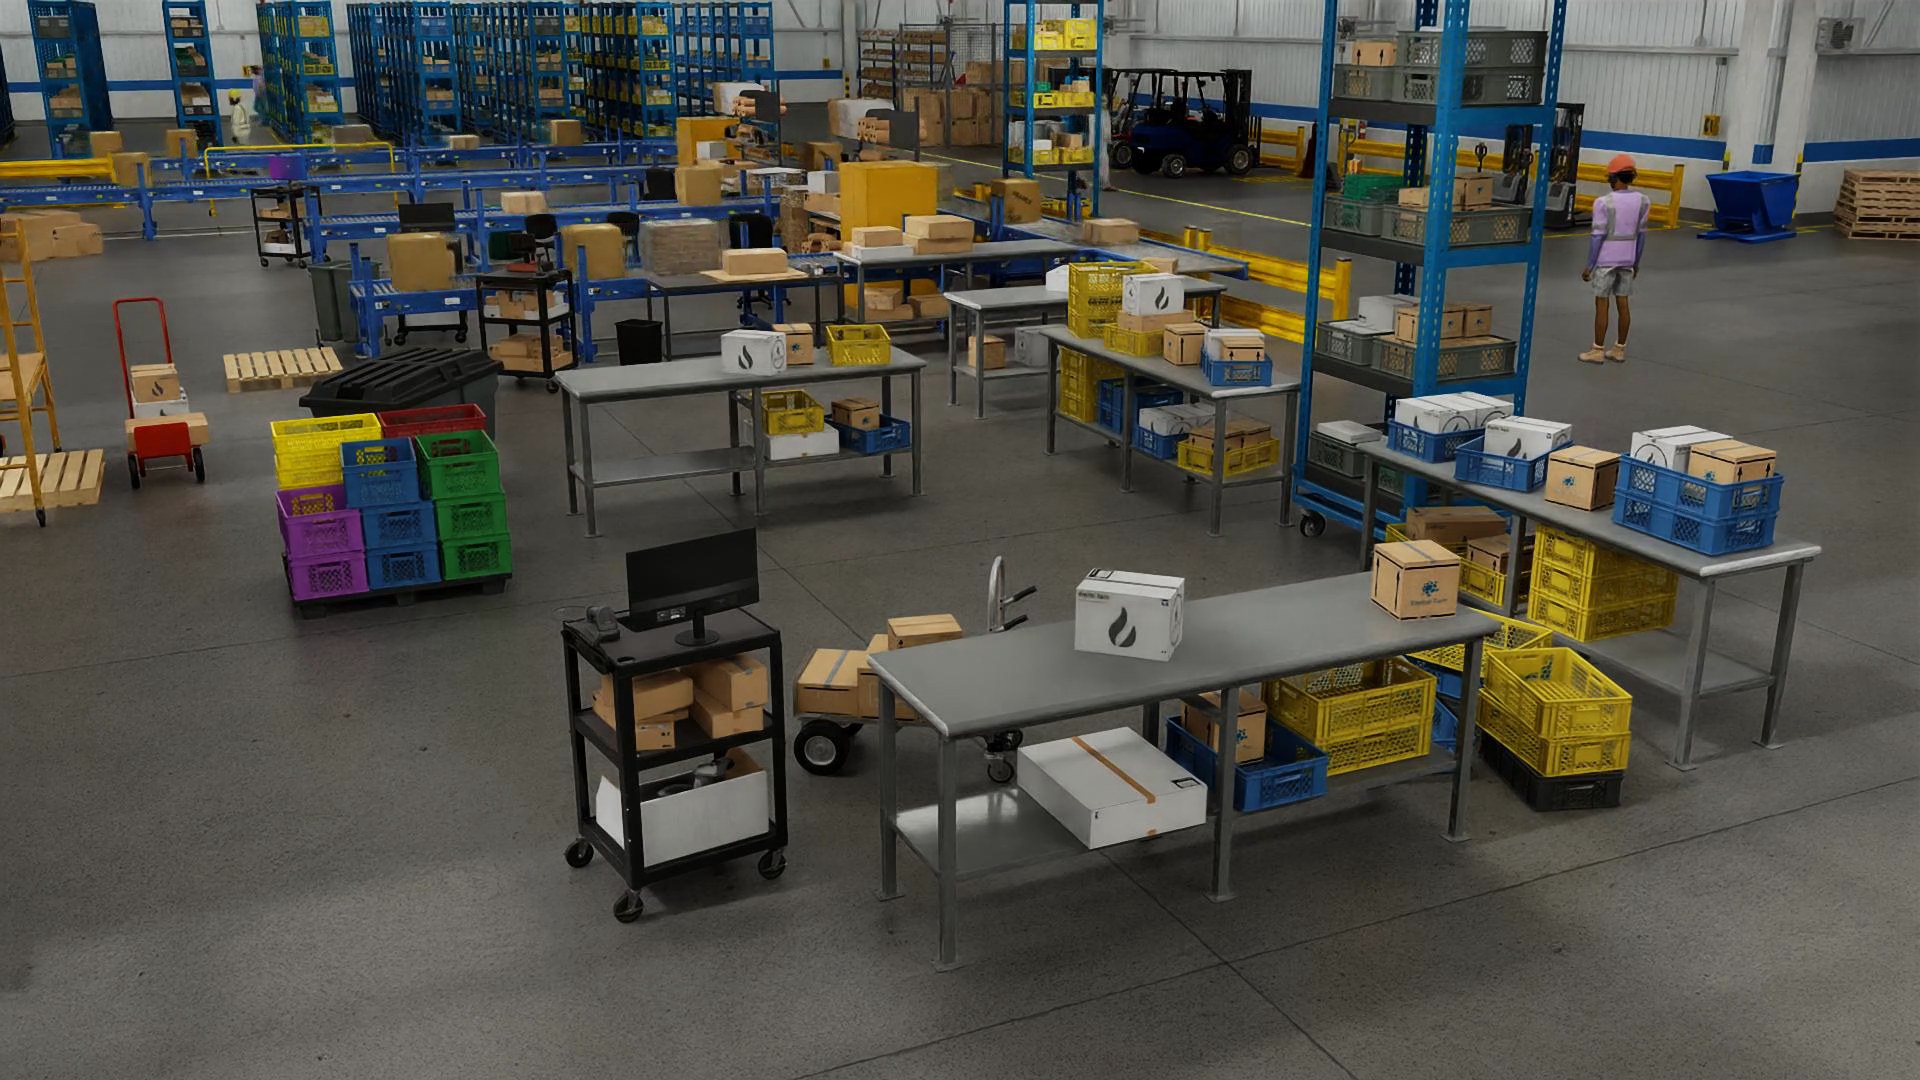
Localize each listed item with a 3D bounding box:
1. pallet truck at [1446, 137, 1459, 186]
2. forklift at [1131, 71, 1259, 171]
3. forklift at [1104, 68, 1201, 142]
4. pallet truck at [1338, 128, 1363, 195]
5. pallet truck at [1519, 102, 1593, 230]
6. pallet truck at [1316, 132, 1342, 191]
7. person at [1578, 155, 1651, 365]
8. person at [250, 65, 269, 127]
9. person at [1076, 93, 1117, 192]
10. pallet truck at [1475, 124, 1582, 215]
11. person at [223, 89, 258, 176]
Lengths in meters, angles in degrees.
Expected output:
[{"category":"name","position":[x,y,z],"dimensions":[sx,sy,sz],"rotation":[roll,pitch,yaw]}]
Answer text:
[{"category":"pallet truck","position":[9.184,-6.485,29.328],"dimensions":[1.630,1.274,0.653],"rotation":[-8,19,-23]},{"category":"forklift","position":[4.998,-8.936,35.413],"dimensions":[2.680,1.987,1.157],"rotation":[-9,20,-25]},{"category":"forklift","position":[4.082,-9.564,37.410],"dimensions":[2.680,1.987,1.157],"rotation":[-8,19,-23]},{"category":"pallet truck","position":[7.845,-7.140,31.411],"dimensions":[1.522,1.261,0.704],"rotation":[-9,20,-25]},{"category":"pallet truck","position":[9.972,-6.037,26.785],"dimensions":[1.885,1.965,0.823],"rotation":[-9,20,-25]},{"category":"pallet truck","position":[7.723,-7.504,32.656],"dimensions":[1.601,1.201,0.680],"rotation":[-8,19,-23]},{"category":"person","position":[6.410,-2.743,16.351],"dimensions":[0.605,2.034,0.391],"rotation":[-4,18,-14]},{"category":"person","position":[-21.292,-13.495,50.552],"dimensions":[0.451,1.827,0.571],"rotation":[-14,22,-36]},{"category":"person","position":[2.672,-7.742,32.365],"dimensions":[0.882,1.875,0.647],"rotation":[8,19,25]},{"category":"pallet truck","position":[9.707,-6.455,28.103],"dimensions":[1.885,1.965,0.823],"rotation":[-7,19,-20]},{"category":"person","position":[-15.389,-8.631,35.265],"dimensions":[0.806,1.800,0.626],"rotation":[-5,18,-16]}]
